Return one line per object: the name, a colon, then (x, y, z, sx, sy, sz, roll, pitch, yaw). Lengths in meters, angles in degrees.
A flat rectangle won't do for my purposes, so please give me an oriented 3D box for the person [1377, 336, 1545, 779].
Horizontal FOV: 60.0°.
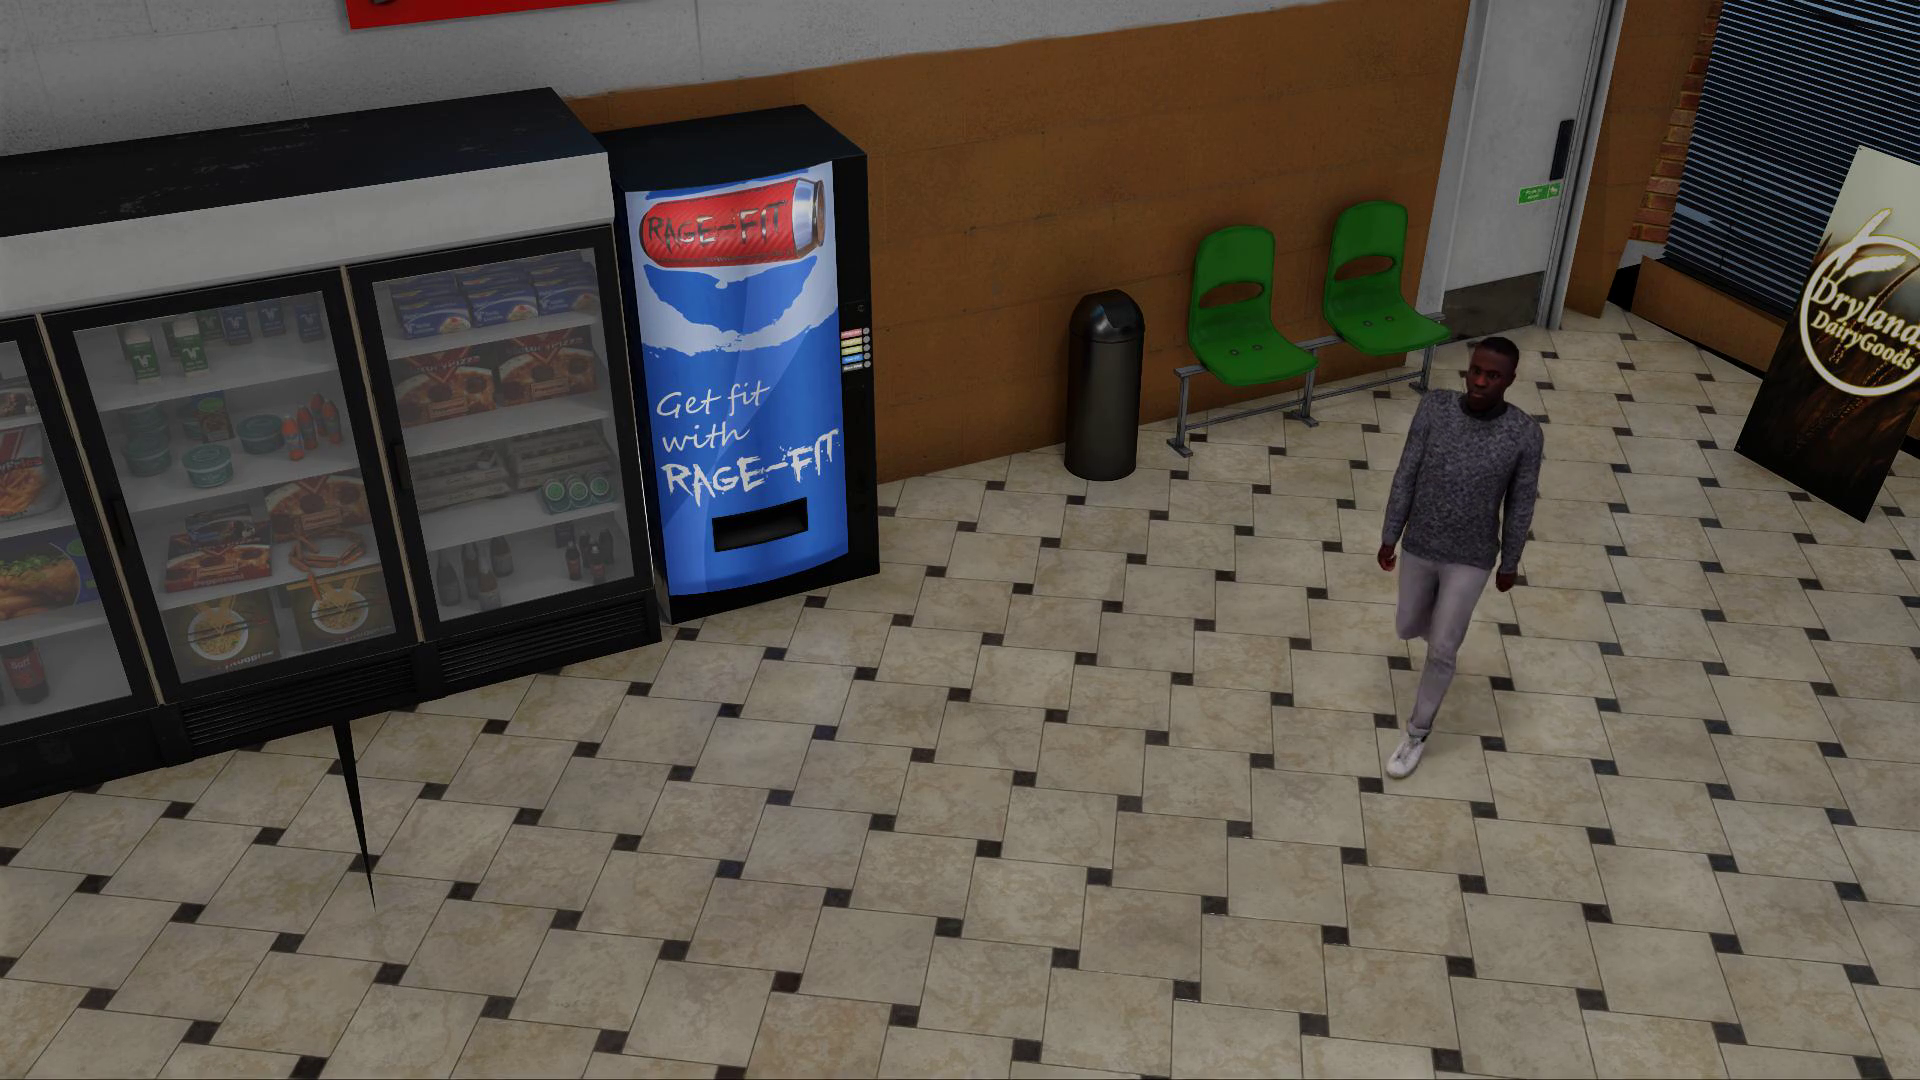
person: (1.960, 0.011, 6.569, 1.110, 1.817, 1.062, 19, 37, 28)
